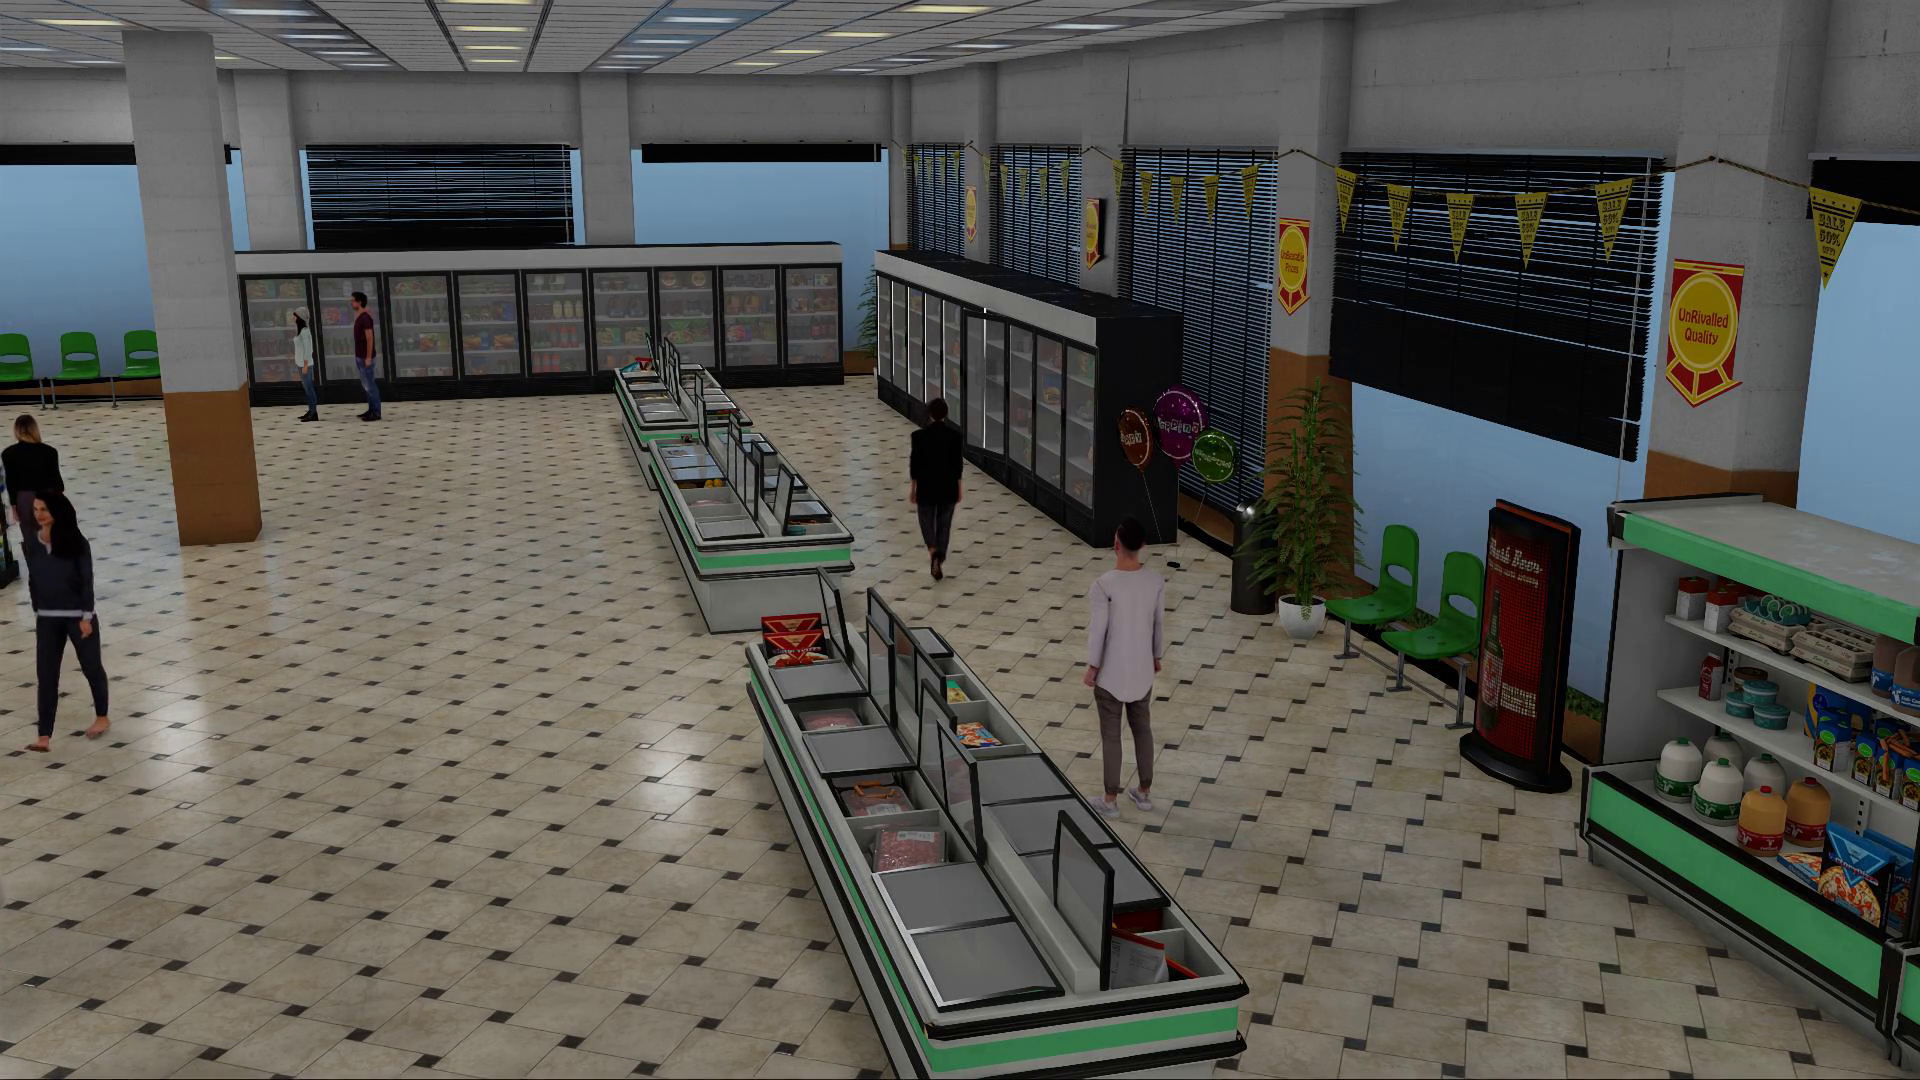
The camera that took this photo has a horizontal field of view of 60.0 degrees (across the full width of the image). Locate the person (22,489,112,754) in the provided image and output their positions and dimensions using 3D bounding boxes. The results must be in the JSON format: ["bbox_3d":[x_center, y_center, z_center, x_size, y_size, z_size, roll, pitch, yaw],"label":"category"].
[{"bbox_3d":[-5.961,0.515,11.193,0.716,1.731,1.070,-1,14,-6],"label":"person"}]

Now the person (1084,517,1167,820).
[{"bbox_3d":[0.991,0.753,9.983,0.712,1.839,0.617,-7,15,-25],"label":"person"}]

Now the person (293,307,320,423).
[{"bbox_3d":[-9.442,-2.541,23.976,0.671,1.645,0.512,-7,15,-27],"label":"person"}]

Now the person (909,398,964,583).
[{"bbox_3d":[-0.208,-0.412,15.086,0.733,1.698,0.858,-1,14,-3],"label":"person"}]

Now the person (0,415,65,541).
[{"bbox_3d":[-8.059,-0.246,14.501,0.662,1.650,0.897,-6,15,-23],"label":"person"}]

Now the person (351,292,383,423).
[{"bbox_3d":[-8.578,-2.656,24.010,0.758,1.852,0.560,-7,15,-28],"label":"person"}]
